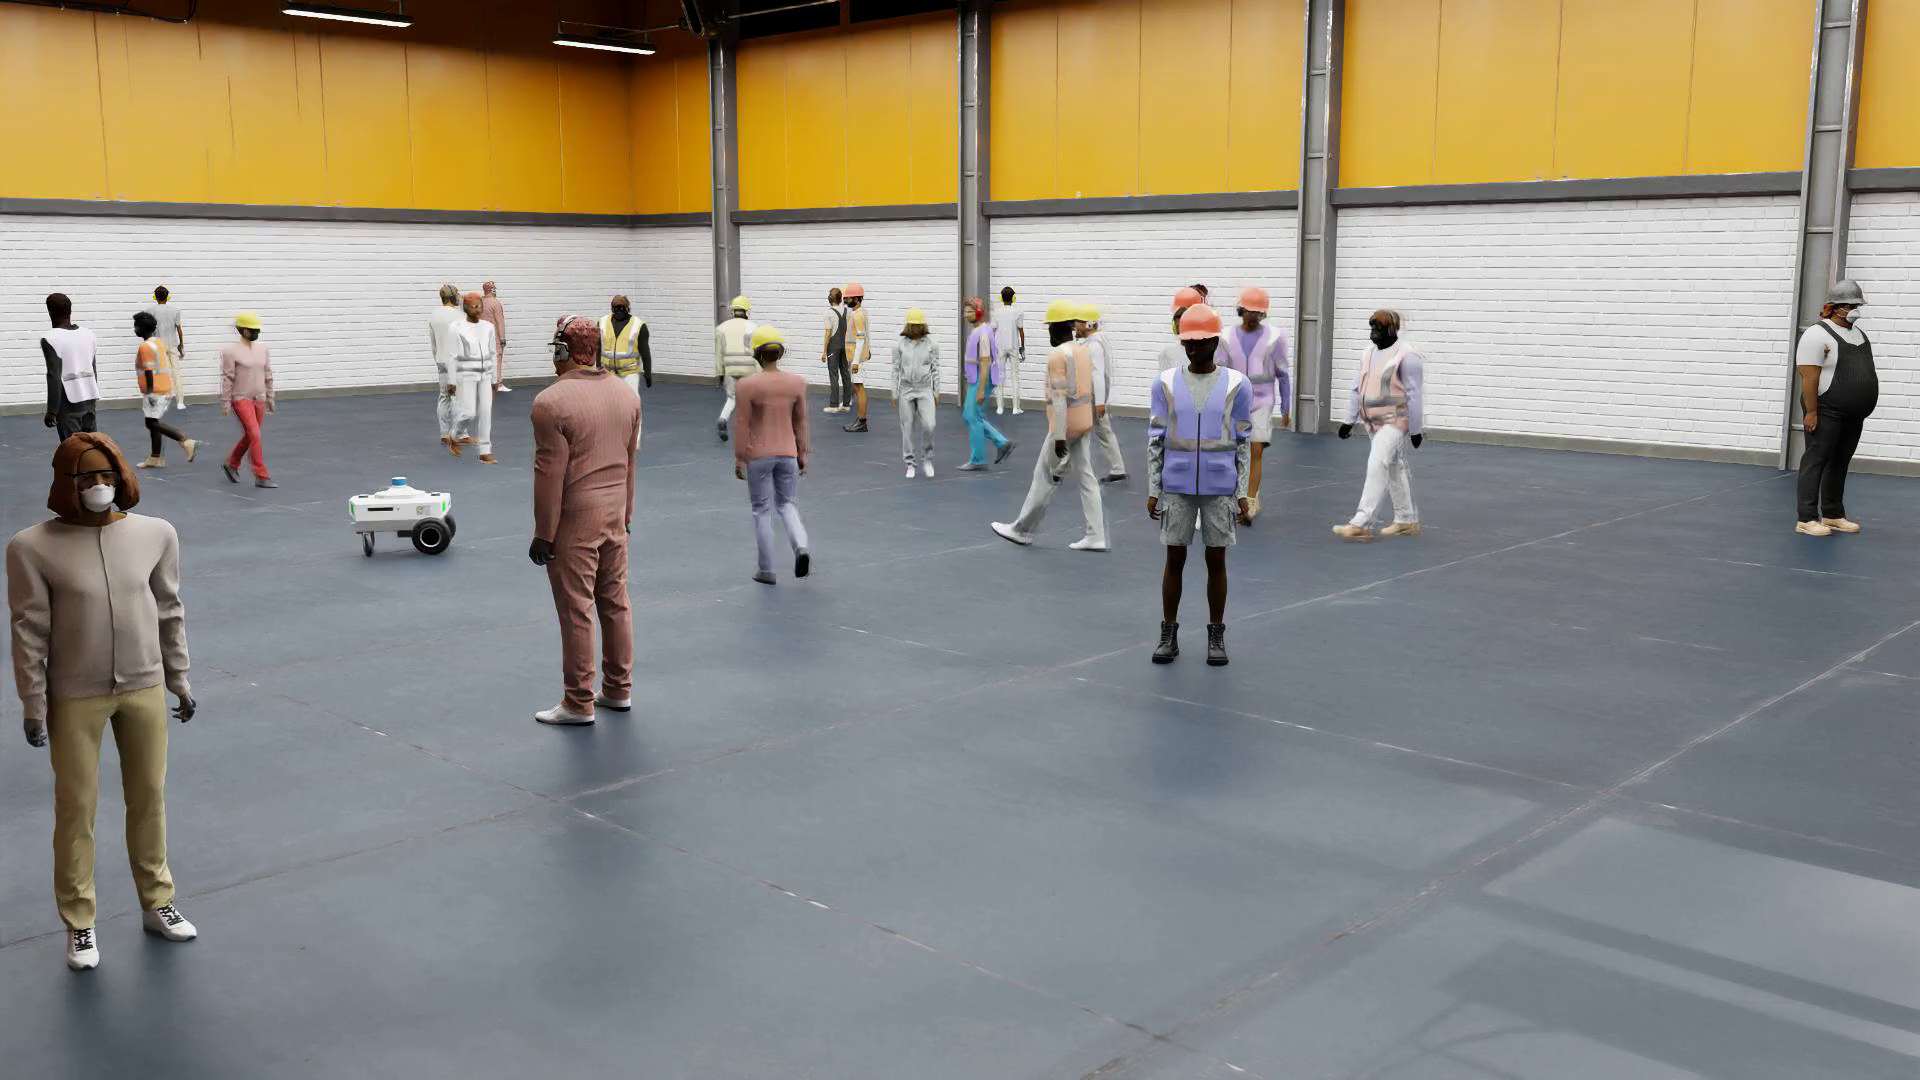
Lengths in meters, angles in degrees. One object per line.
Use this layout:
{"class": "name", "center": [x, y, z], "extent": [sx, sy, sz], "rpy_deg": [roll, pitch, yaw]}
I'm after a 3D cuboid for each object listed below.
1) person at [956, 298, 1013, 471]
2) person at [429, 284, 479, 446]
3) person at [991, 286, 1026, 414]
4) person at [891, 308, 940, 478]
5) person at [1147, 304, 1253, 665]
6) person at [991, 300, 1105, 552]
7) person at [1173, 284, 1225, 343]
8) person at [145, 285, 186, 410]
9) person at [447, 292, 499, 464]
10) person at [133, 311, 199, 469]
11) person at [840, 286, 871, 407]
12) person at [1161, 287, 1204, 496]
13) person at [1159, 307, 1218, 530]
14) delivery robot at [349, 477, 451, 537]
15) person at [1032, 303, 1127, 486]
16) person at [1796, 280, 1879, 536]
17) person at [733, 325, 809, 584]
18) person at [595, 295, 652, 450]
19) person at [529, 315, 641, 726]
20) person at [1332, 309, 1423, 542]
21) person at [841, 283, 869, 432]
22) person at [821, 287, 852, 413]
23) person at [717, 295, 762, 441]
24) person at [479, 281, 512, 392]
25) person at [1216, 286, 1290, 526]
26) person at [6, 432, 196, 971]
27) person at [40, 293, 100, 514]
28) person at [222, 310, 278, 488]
{"class": "person", "center": [0.253, -1.619, 17.397], "extent": [0.522, 1.822, 0.598], "rpy_deg": [-1, 9, -6]}
{"class": "person", "center": [-6.089, -2.093, 19.961], "extent": [0.628, 1.940, 0.373], "rpy_deg": [7, 12, 36]}
{"class": "person", "center": [0.707, -2.768, 24.306], "extent": [0.512, 1.873, 0.328], "rpy_deg": [1, 9, 9]}
{"class": "person", "center": [-0.450, -1.475, 16.820], "extent": [0.501, 1.725, 0.505], "rpy_deg": [0, 9, -3]}
{"class": "person", "center": [1.273, -0.287, 8.889], "extent": [0.552, 1.935, 0.367], "rpy_deg": [2, 9, 11]}
{"class": "person", "center": [0.718, -0.859, 12.550], "extent": [0.954, 1.877, 0.619], "rpy_deg": [6, 11, 31]}
{"class": "person", "center": [2.541, -1.756, 17.809], "extent": [0.613, 1.962, 0.367], "rpy_deg": [-3, 10, -18]}
{"class": "person", "center": [-11.953, -2.886, 25.031], "extent": [0.508, 1.872, 0.329], "rpy_deg": [-5, 11, -29]}
{"class": "person", "center": [-5.326, -1.764, 18.155], "extent": [0.602, 1.869, 0.592], "rpy_deg": [8, 12, 40]}
{"class": "person", "center": [-8.435, -1.575, 17.582], "extent": [0.612, 1.682, 0.536], "rpy_deg": [-1, 9, -9]}
{"class": "person", "center": [-1.750, -3.022, 25.910], "extent": [0.623, 1.853, 1.046], "rpy_deg": [-3, 10, -18]}
{"class": "person", "center": [2.022, -1.305, 15.188], "extent": [0.786, 1.916, 0.656], "rpy_deg": [2, 10, 14]}
{"class": "person", "center": [1.903, -1.019, 13.799], "extent": [0.527, 1.821, 0.981], "rpy_deg": [1, 9, 8]}
{"class": "delivery robot", "center": [-4.195, -0.228, 12.466], "extent": [0.707, 0.478, 0.477], "rpy_deg": [-2, 9, -11]}
{"class": "person", "center": [1.207, -1.410, 16.224], "extent": [0.949, 1.780, 0.617], "rpy_deg": [1, 9, 4]}
{"class": "person", "center": [7.025, -1.055, 13.278], "extent": [0.688, 2.000, 0.539], "rpy_deg": [-5, 11, -29]}
{"class": "person", "center": [-1.255, -0.559, 11.142], "extent": [0.525, 1.756, 0.419], "rpy_deg": [-6, 11, -33]}
{"class": "person", "center": [-3.997, -1.971, 19.581], "extent": [0.768, 1.822, 0.525], "rpy_deg": [1, 9, 5]}
{"class": "person", "center": [-1.775, -0.090, 7.779], "extent": [0.408, 1.909, 0.642], "rpy_deg": [5, 10, 28]}
{"class": "person", "center": [3.249, -0.889, 12.987], "extent": [0.945, 1.801, 0.621], "rpy_deg": [-3, 10, -17]}
{"class": "person", "center": [-1.360, -2.371, 21.662], "extent": [0.353, 1.939, 0.544], "rpy_deg": [-1, 9, -6]}
{"class": "person", "center": [-1.819, -2.791, 24.519], "extent": [0.504, 1.847, 0.344], "rpy_deg": [-8, 13, -42]}
{"class": "person", "center": [-2.684, -2.053, 20.129], "extent": [0.596, 1.807, 0.681], "rpy_deg": [3, 10, 19]}
{"class": "person", "center": [-8.069, -3.511, 28.735], "extent": [0.643, 1.913, 0.410], "rpy_deg": [6, 11, 34]}
{"class": "person", "center": [2.388, -1.108, 13.804], "extent": [0.633, 1.970, 1.021], "rpy_deg": [4, 10, 22]}
{"class": "person", "center": [-2.623, 0.479, 5.122], "extent": [0.278, 1.633, 0.507], "rpy_deg": [9, 13, 43]}
{"class": "person", "center": [-7.696, -1.180, 14.439], "extent": [0.394, 1.915, 0.587], "rpy_deg": [2, 9, 10]}
{"class": "person", "center": [-6.985, -1.380, 16.247], "extent": [0.847, 1.728, 0.526], "rpy_deg": [5, 10, 27]}
